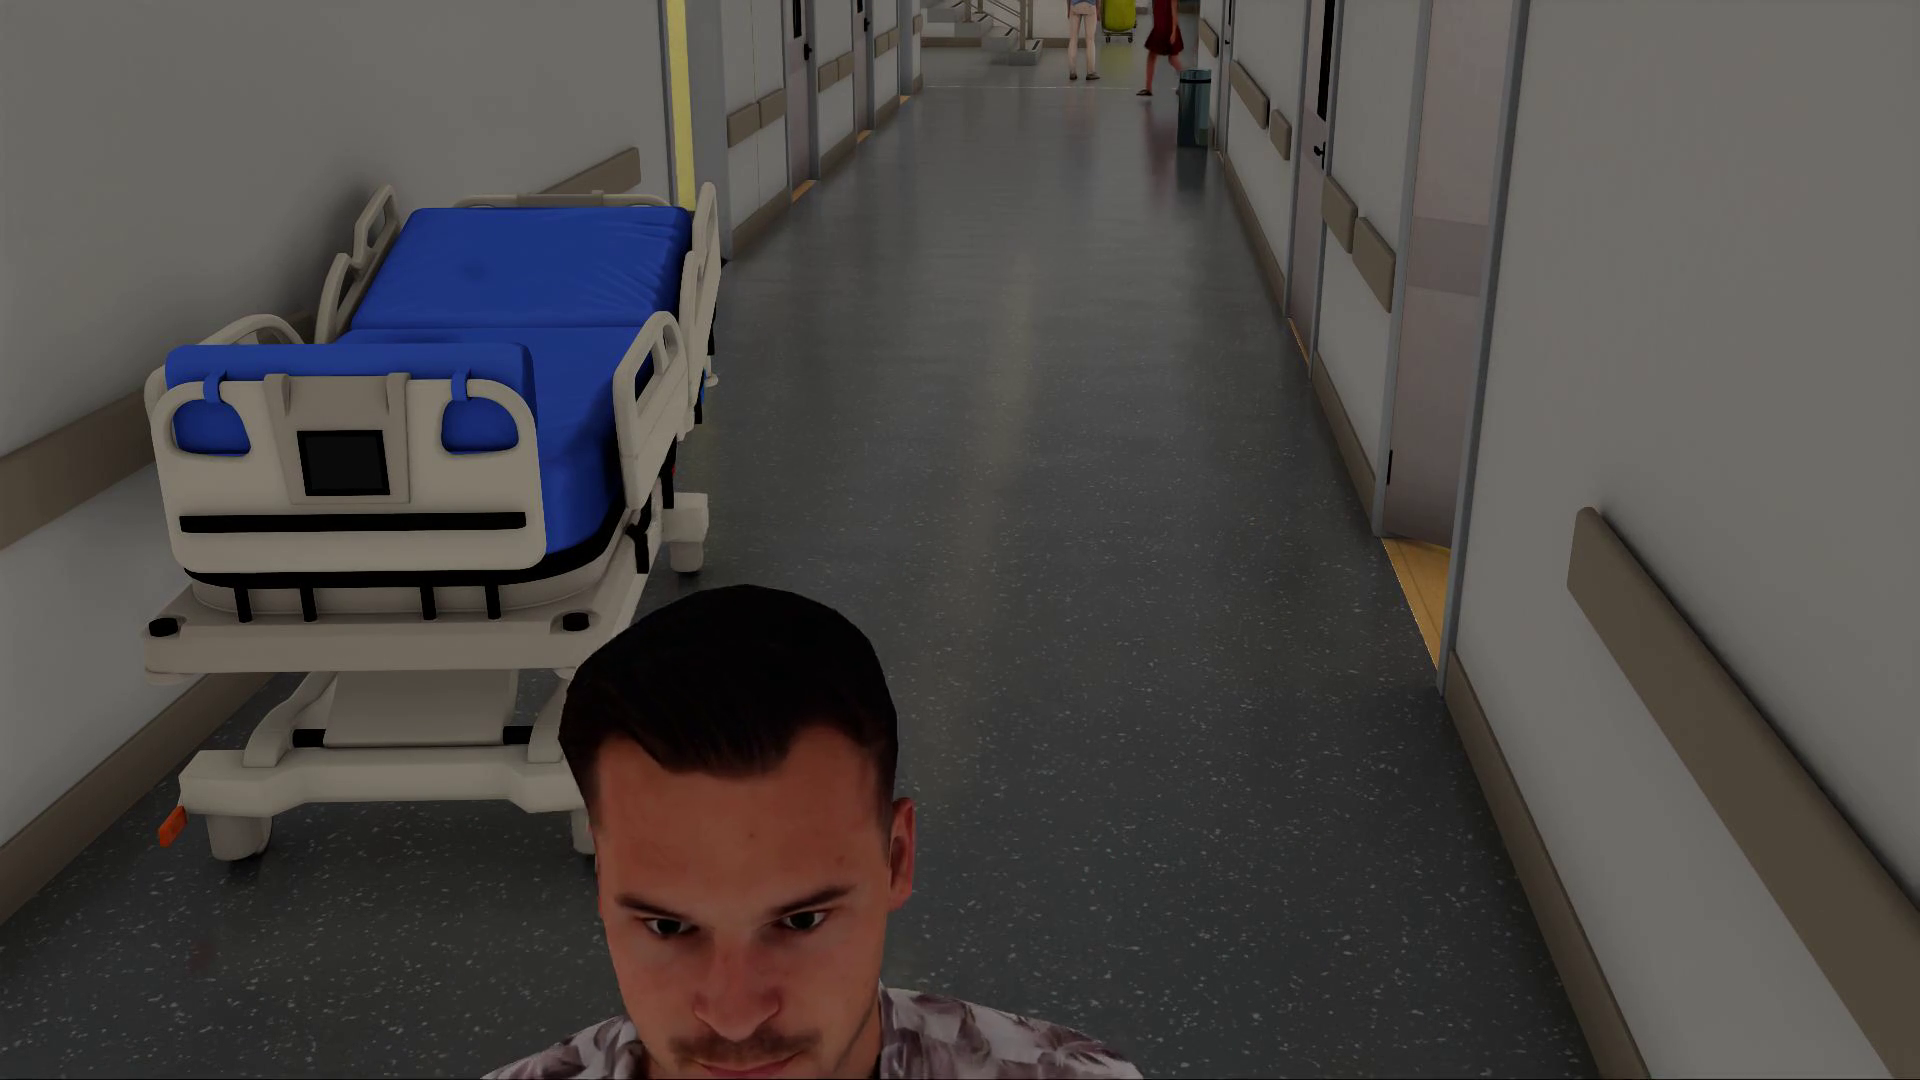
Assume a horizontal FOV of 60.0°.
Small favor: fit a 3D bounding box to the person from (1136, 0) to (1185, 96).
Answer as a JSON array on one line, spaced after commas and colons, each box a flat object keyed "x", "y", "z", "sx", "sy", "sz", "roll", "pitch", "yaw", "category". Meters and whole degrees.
[{"x": 2.536, "y": -6.132, "z": 20.091, "sx": 1.048, "sy": 1.520, "sz": 1.014, "roll": -18, "pitch": 27, "yaw": -40, "category": "person"}]

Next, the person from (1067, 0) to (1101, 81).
[{"x": 1.648, "y": -7.139, "z": 22.300, "sx": 0.588, "sy": 1.848, "sz": 0.763, "roll": 7, "pitch": 22, "yaw": 19, "category": "person"}]

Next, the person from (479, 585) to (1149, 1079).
[{"x": -0.123, "y": 0.848, "z": 1.309, "sx": 1.103, "sy": 1.779, "sz": 0.818, "roll": 0, "pitch": 21, "yaw": -1, "category": "person"}]
